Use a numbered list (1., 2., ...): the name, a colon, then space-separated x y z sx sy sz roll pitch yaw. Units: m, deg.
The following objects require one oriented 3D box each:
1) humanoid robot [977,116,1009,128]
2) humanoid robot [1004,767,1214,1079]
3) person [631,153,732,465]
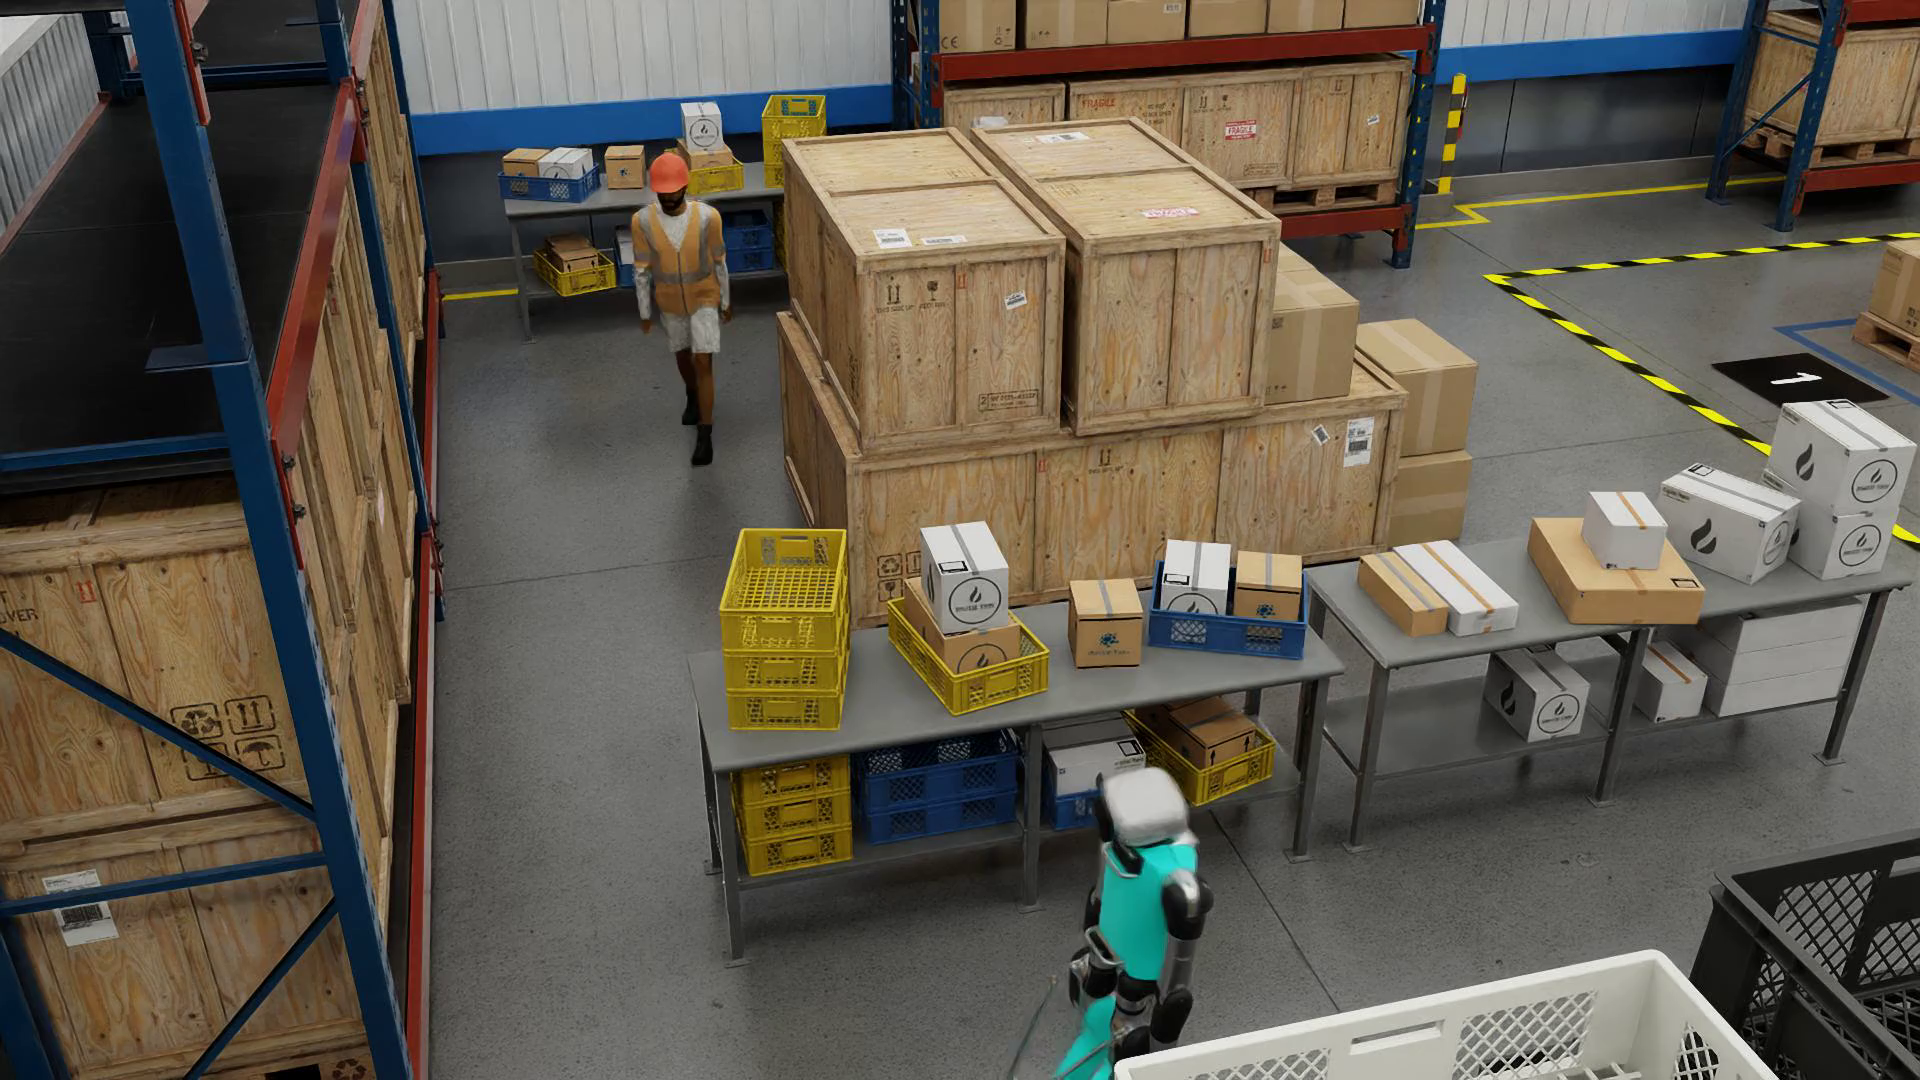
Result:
1. humanoid robot: -0.106 -1.940 11.186 1.051 1.765 0.542 -7 30 -12
2. humanoid robot: 0.224 1.503 4.888 0.951 1.770 0.537 -11 31 -19
3. person: -1.682 -1.472 10.127 0.557 1.883 0.933 -1 29 -2
